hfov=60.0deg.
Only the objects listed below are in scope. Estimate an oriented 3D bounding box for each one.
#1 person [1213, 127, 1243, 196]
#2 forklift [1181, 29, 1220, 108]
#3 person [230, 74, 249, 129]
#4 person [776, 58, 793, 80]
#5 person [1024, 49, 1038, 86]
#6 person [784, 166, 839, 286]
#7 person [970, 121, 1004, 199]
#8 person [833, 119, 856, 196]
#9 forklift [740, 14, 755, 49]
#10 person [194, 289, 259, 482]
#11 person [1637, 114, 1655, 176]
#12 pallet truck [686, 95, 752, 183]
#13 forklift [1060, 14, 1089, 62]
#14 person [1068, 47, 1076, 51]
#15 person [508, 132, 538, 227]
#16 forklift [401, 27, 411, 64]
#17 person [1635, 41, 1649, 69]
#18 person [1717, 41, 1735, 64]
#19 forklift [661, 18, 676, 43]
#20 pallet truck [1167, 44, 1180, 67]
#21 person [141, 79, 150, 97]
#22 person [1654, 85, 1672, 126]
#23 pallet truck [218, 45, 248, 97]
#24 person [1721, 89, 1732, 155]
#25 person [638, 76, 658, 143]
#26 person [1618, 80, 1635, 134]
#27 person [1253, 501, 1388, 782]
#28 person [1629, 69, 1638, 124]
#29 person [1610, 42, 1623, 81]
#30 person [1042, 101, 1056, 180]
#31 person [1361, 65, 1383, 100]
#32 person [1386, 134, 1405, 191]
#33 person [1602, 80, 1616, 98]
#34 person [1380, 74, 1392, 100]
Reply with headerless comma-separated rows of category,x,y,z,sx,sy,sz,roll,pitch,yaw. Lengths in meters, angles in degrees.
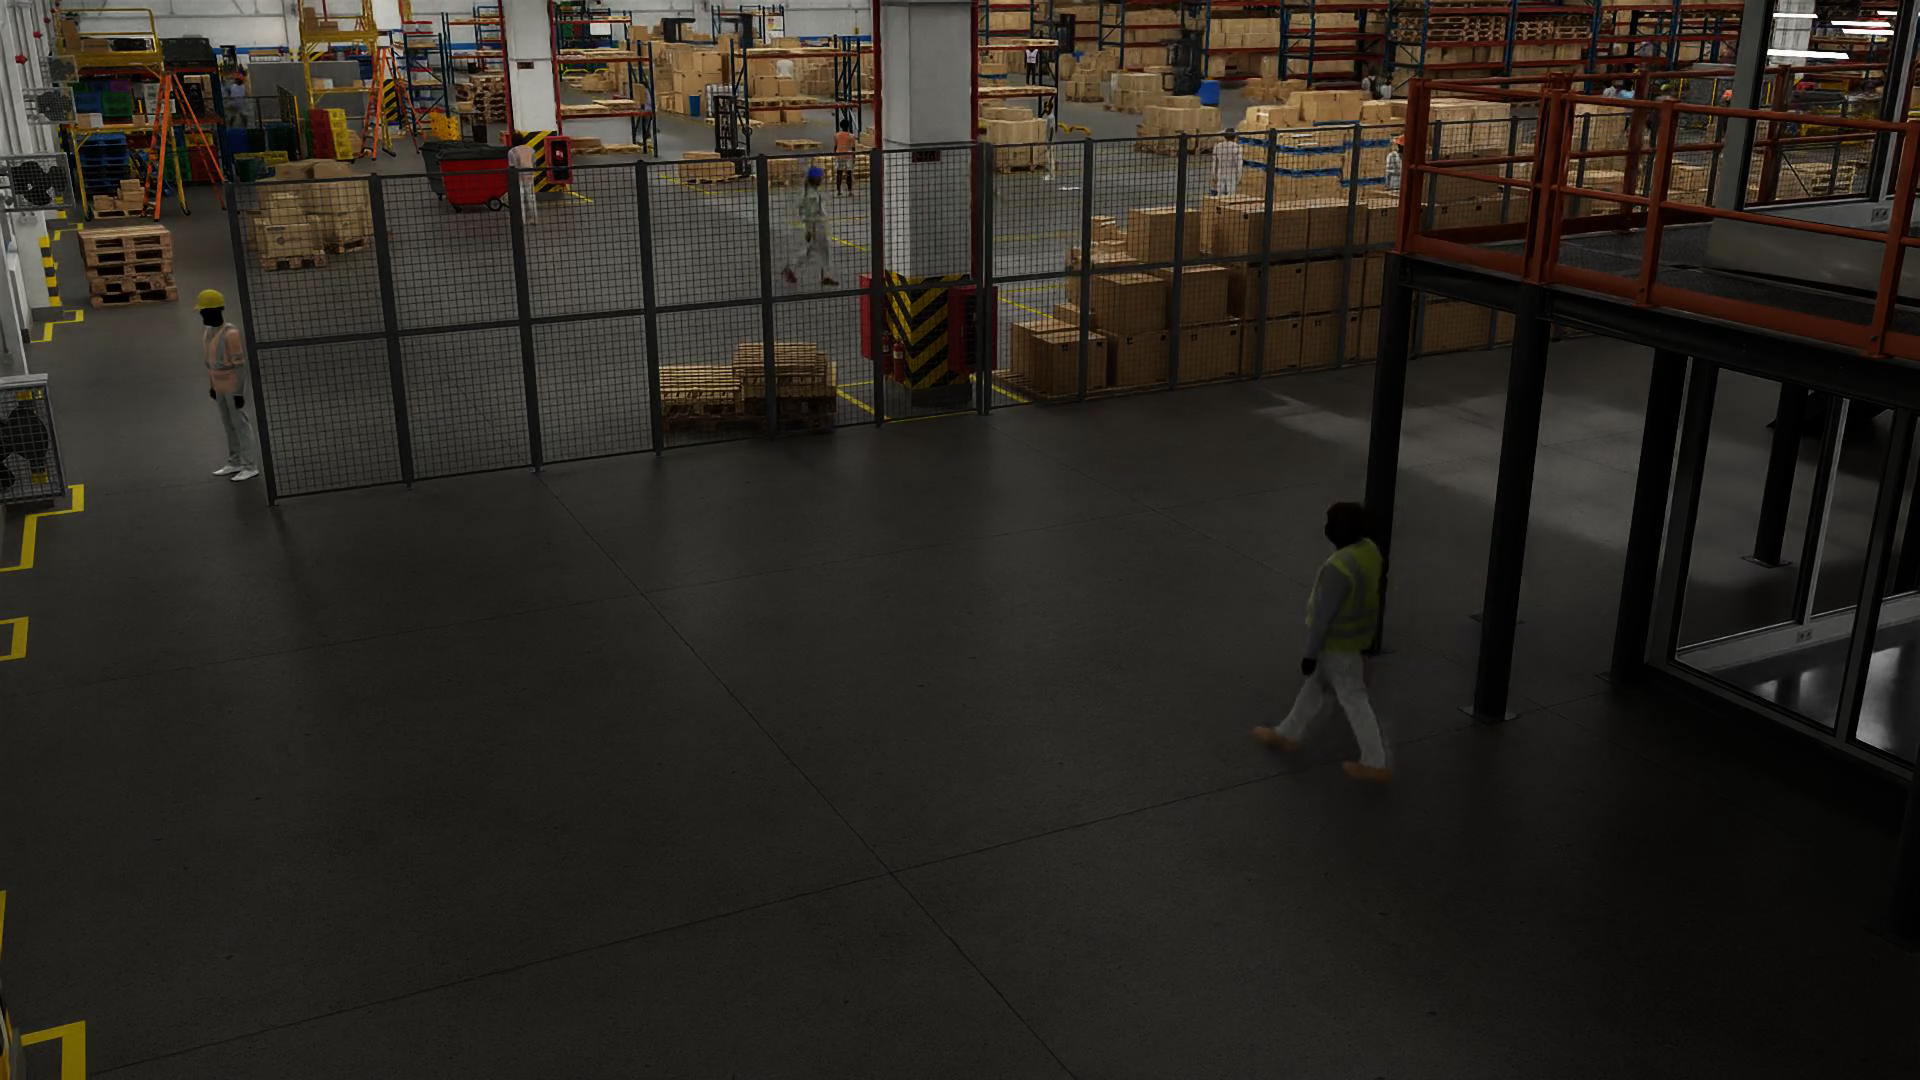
person,5.280,-7.145,32.804,0.628,1.940,0.373,12,23,32
forklift,8.168,-16.524,58.571,1.873,2.768,1.129,-9,21,-25
person,-21.799,-13.100,50.185,0.991,1.870,0.658,8,21,22
person,-6.555,-17.237,62.089,0.634,1.923,0.435,-6,20,-16
person,3.051,-20.406,71.274,0.596,1.918,0.380,0,19,0
person,-2.408,-5.042,26.739,0.837,1.923,0.619,5,20,15
person,0.493,-8.390,36.775,0.917,1.686,0.510,-7,20,-18
person,-2.586,-8.598,37.393,0.531,1.689,0.324,4,19,11
forklift,-9.983,-23.297,78.204,1.873,2.768,1.129,-9,21,-25
person,-7.321,-1.544,16.584,0.584,1.928,0.374,16,25,38
person,15.189,-8.526,36.913,0.566,1.874,0.998,-10,21,-26
pallet truck,-5.836,-9.608,39.856,0.823,1.965,1.885,10,22,27
forklift,5.060,-23.279,78.151,1.873,2.768,1.129,-9,21,-25
person,5.227,-22.803,78.658,0.538,1.625,0.517,8,21,23
person,-8.640,-7.117,32.872,0.429,1.842,0.630,16,25,39
forklift,-20.467,-17.234,60.629,1.873,2.768,1.129,15,24,36
person,32.049,-22.830,78.292,0.668,1.921,0.655,-3,19,-9
person,33.368,-20.785,72.439,0.751,1.880,0.653,-8,20,-21
forklift,-12.505,-21.065,71.733,1.873,2.768,1.129,-9,21,-25
pallet truck,9.045,-19.971,69.895,0.823,1.965,1.885,-3,19,-8
person,-25.077,-13.435,51.504,0.523,1.631,0.323,9,21,25
person,20.151,-12.185,47.754,0.521,1.718,0.947,3,19,10
pallet truck,-28.879,-18.665,66.111,0.823,1.965,1.885,-3,19,-9
person,19.340,-10.347,41.996,0.386,1.997,0.613,13,23,32
person,-9.115,-12.574,48.580,0.623,1.905,0.611,-11,22,-30
person,20.062,-12.956,50.019,0.554,1.677,0.643,5,20,14
person,2.361,0.621,10.521,0.949,1.792,0.644,11,22,29
person,22.130,-14.574,54.617,0.345,1.759,0.526,6,20,18
person,29.745,-21.758,75.072,0.641,1.991,1.018,-18,26,-41
person,2.148,-9.616,40.083,0.317,1.863,0.523,0,19,1
person,12.930,-13.916,52.279,0.682,2.000,0.866,0,19,-1
person,8.344,-6.737,31.638,0.546,1.928,0.385,-8,21,-22
person,18.809,-12.525,48.377,0.367,1.959,0.600,-1,19,-3
person,12.857,-13.141,50.323,0.514,1.857,0.531,-17,25,-41
